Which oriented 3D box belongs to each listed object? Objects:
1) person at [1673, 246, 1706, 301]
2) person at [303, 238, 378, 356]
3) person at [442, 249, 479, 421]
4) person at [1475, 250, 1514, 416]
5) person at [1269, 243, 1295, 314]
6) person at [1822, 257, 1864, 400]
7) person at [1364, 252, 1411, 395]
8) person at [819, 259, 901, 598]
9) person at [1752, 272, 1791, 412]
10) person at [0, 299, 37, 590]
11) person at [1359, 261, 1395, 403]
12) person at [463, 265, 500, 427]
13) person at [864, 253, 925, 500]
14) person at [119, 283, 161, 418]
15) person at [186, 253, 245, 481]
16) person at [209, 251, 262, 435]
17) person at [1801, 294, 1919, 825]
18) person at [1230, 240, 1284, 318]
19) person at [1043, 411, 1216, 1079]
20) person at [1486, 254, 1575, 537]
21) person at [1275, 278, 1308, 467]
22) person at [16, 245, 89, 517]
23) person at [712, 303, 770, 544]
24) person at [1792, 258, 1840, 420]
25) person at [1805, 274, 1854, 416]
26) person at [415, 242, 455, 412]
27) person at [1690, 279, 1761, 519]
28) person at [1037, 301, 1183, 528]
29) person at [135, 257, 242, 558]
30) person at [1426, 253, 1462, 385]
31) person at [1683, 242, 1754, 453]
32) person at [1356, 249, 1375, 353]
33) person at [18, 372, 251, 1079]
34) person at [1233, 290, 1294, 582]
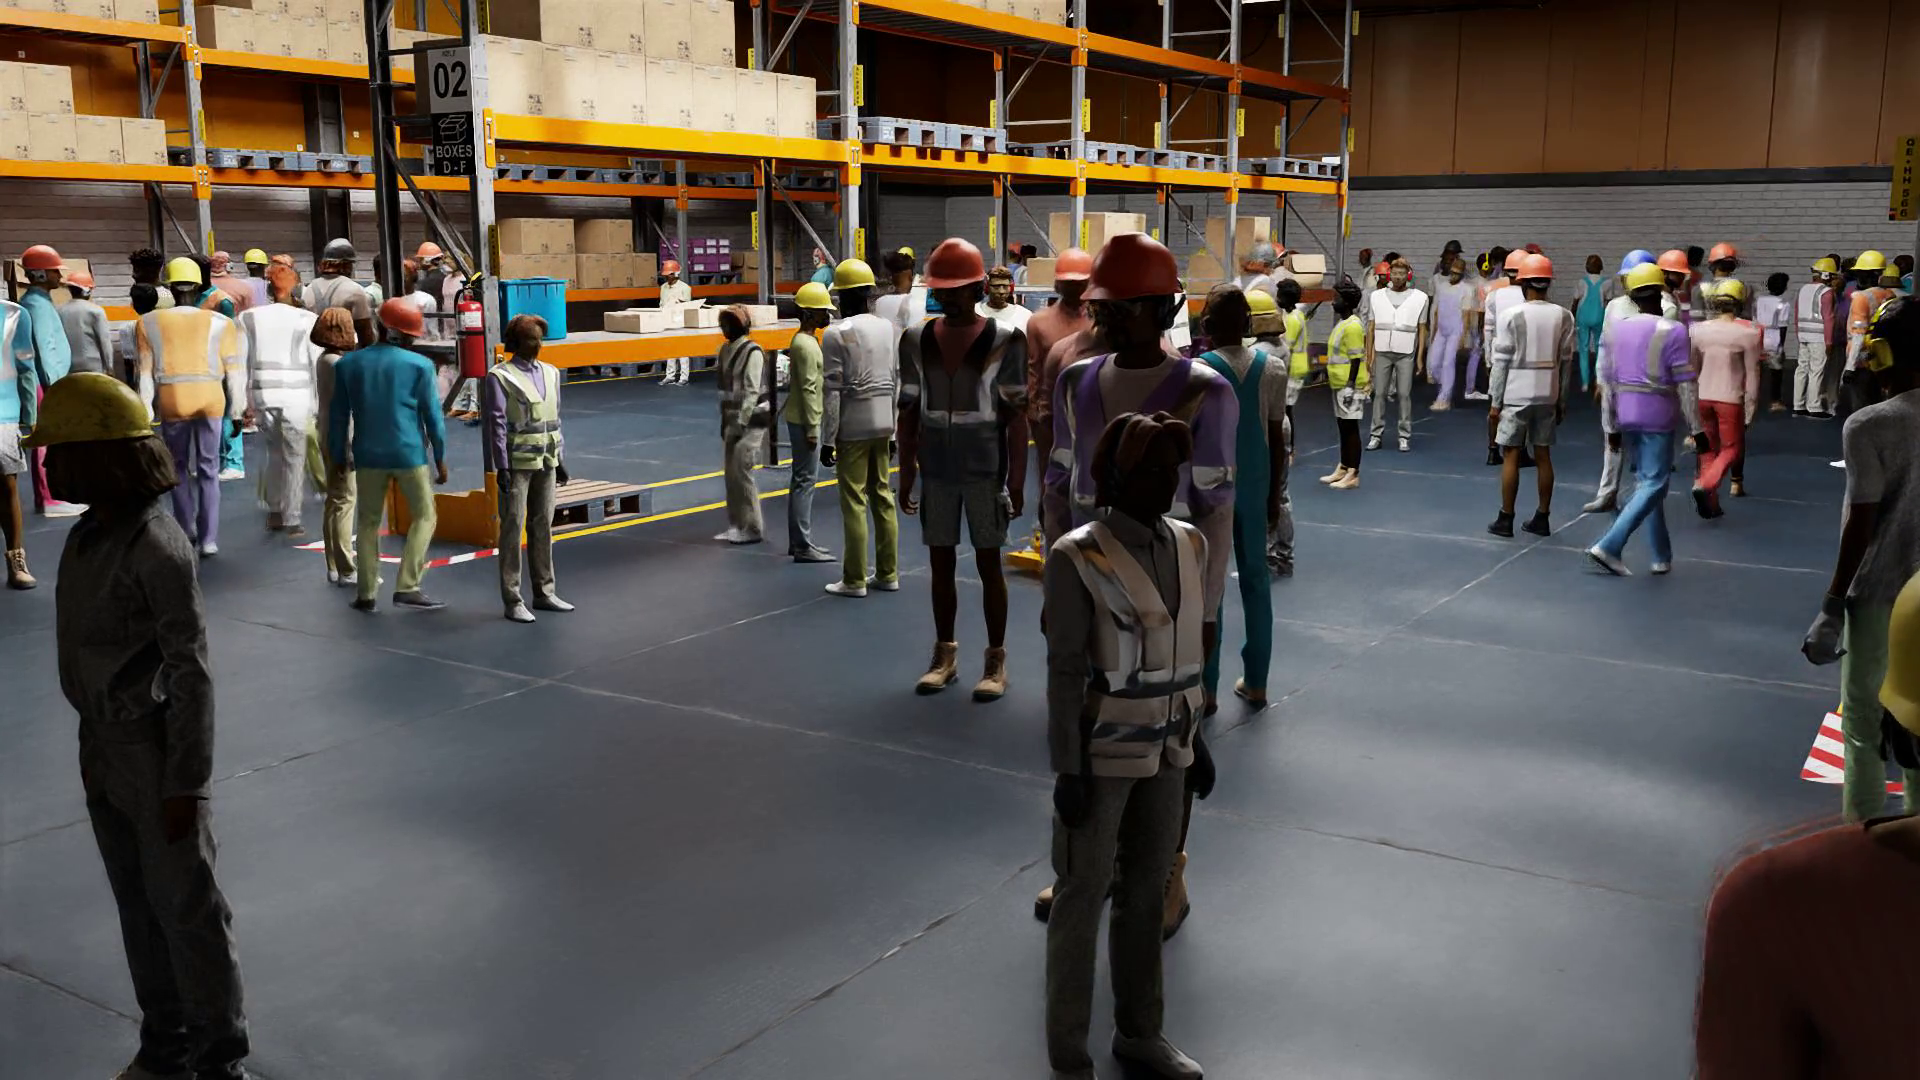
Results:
[{"bbox_3d":[11.391,-3.660,26.236,0.369,1.932,0.694,-4,11,-21],"label":"person"},{"bbox_3d":[-5.301,-1.585,14.414,0.682,2.000,0.537,4,11,23],"label":"person"},{"bbox_3d":[-5.611,-2.306,18.709,0.627,1.933,0.371,8,13,38],"label":"person"},{"bbox_3d":[6.218,-2.339,18.943,0.623,1.917,1.003,7,13,35],"label":"person"},{"bbox_3d":[3.866,-2.632,20.360,0.391,1.988,0.611,7,12,33],"label":"person"},{"bbox_3d":[11.346,-2.701,21.234,0.829,1.811,0.625,-3,11,-18],"label":"person"},{"bbox_3d":[5.594,-2.821,21.794,0.617,1.857,0.830,4,11,20],"label":"person"},{"bbox_3d":[-0.576,-0.632,9.493,0.409,1.918,0.581,8,13,39],"label":"person"},{"bbox_3d":[9.413,-2.294,19.410,0.842,1.654,0.529,-7,12,-34],"label":"person"},{"bbox_3d":[-5.608,-0.707,9.540,0.609,2.044,0.396,-7,13,-35],"label":"person"},{"bbox_3d":[5.255,-2.596,20.802,0.564,1.755,0.323,-3,11,-17],"label":"person"},{"bbox_3d":[-5.051,-2.148,17.913,0.570,1.895,0.801,7,12,34],"label":"person"},{"bbox_3d":[-0.419,-1.286,13.100,0.889,1.911,0.620,-10,14,-44],"label":"person"},{"bbox_3d":[-6.656,-1.265,13.654,0.671,1.673,0.551,8,13,38],"label":"person"},{"bbox_3d":[-6.304,-1.455,14.048,0.591,1.912,0.383,7,12,33],"label":"person"},{"bbox_3d":[-7.629,-2.040,17.313,0.651,1.904,0.403,-2,10,-8],"label":"person"},{"bbox_3d":[2.792,0.199,5.021,0.521,1.865,0.327,-3,11,-18],"label":"person"},{"bbox_3d":[2.857,-1.847,15.867,0.536,2.000,0.691,-8,13,-36],"label":"person"},{"bbox_3d":[0.394,0.515,3.884,0.512,1.642,0.311,-9,14,-41],"label":"person"},{"bbox_3d":[3.882,-0.976,11.359,0.544,1.931,0.377,-2,10,-10],"label":"person"},{"bbox_3d":[2.879,-1.488,14.854,0.436,1.688,0.547,1,10,7],"label":"person"},{"bbox_3d":[-6.685,-1.156,12.205,0.396,1.989,0.619,-7,12,-35],"label":"person"},{"bbox_3d":[-1.452,-0.759,11.034,0.359,1.612,0.525,-8,13,-37],"label":"person"},{"bbox_3d":[9.712,-2.276,18.850,0.403,1.822,0.589,-1,10,-8],"label":"person"},{"bbox_3d":[10.090,-2.259,19.266,0.520,1.642,0.312,4,11,21],"label":"person"},{"bbox_3d":[-5.983,-2.386,18.979,0.388,1.996,0.612,0,10,2],"label":"person"},{"bbox_3d":[5.432,-0.991,11.946,0.574,1.750,0.535,-8,13,-38],"label":"person"},{"bbox_3d":[0.647,-0.233,7.297,0.645,1.907,0.407,3,11,17],"label":"person"},{"bbox_3d":[-4.938,-0.851,10.695,0.617,1.906,0.615,-4,11,-23],"label":"person"},{"bbox_3d":[6.774,-3.085,23.297,0.503,1.839,0.349,0,10,0],"label":"person"},{"bbox_3d":[7.285,-1.840,15.927,0.620,2.012,0.965,0,10,2],"label":"person"},{"bbox_3d":[6.834,-3.954,28.052,0.376,1.877,0.600,-1,10,-7],"label":"person"},{"bbox_3d":[-1.837,0.499,3.693,0.492,1.742,0.320,9,13,40],"label":"person"},{"bbox_3d":[1.796,-0.615,9.920,0.376,1.729,0.481,8,13,37],"label":"person"}]
